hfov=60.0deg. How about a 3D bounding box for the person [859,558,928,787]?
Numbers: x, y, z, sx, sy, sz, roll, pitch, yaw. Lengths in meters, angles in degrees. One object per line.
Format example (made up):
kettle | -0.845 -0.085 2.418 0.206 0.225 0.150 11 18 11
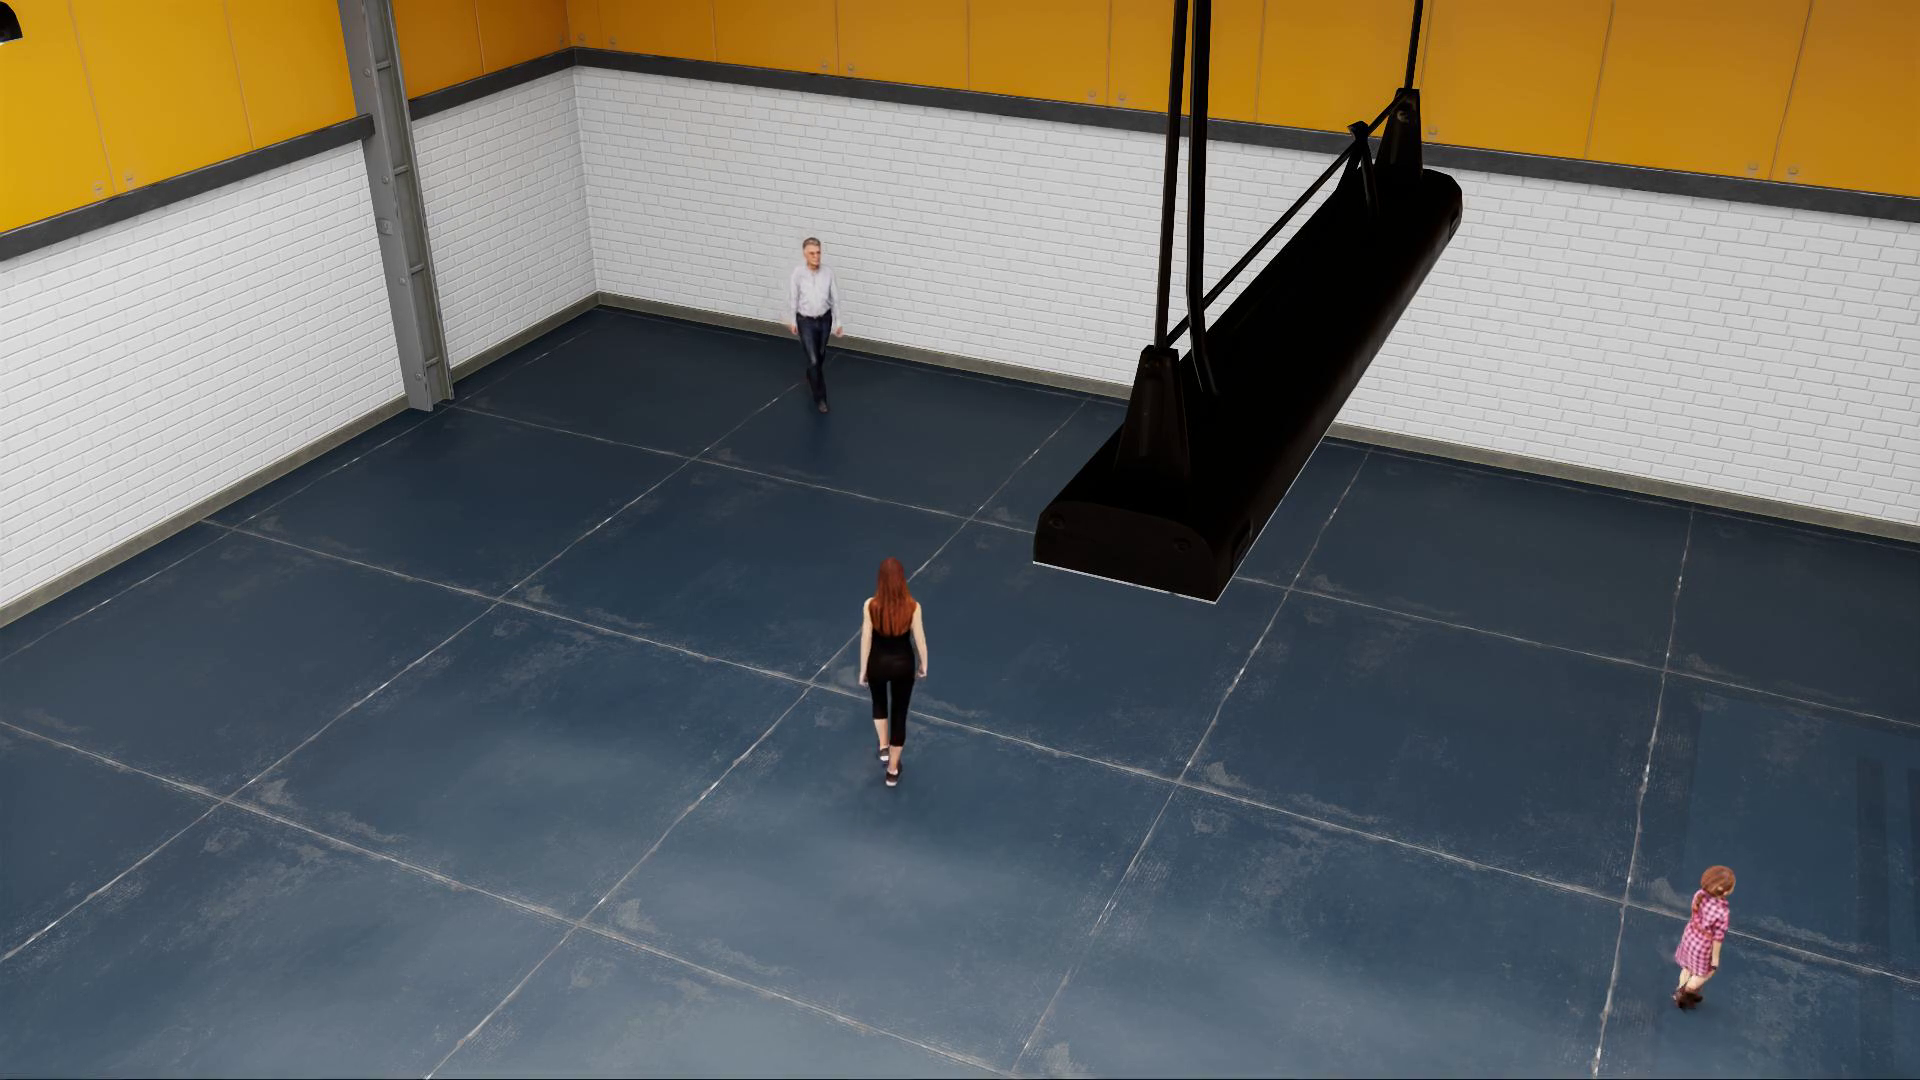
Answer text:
person | -0.489 0.937 11.394 0.739 1.712 0.837 3 29 6

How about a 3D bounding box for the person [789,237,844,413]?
person | -1.523 -2.294 17.244 1.170 1.781 1.242 -9 30 -16

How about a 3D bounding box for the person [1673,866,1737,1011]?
person | 4.257 2.309 9.602 0.572 1.019 0.507 -8 30 -14
